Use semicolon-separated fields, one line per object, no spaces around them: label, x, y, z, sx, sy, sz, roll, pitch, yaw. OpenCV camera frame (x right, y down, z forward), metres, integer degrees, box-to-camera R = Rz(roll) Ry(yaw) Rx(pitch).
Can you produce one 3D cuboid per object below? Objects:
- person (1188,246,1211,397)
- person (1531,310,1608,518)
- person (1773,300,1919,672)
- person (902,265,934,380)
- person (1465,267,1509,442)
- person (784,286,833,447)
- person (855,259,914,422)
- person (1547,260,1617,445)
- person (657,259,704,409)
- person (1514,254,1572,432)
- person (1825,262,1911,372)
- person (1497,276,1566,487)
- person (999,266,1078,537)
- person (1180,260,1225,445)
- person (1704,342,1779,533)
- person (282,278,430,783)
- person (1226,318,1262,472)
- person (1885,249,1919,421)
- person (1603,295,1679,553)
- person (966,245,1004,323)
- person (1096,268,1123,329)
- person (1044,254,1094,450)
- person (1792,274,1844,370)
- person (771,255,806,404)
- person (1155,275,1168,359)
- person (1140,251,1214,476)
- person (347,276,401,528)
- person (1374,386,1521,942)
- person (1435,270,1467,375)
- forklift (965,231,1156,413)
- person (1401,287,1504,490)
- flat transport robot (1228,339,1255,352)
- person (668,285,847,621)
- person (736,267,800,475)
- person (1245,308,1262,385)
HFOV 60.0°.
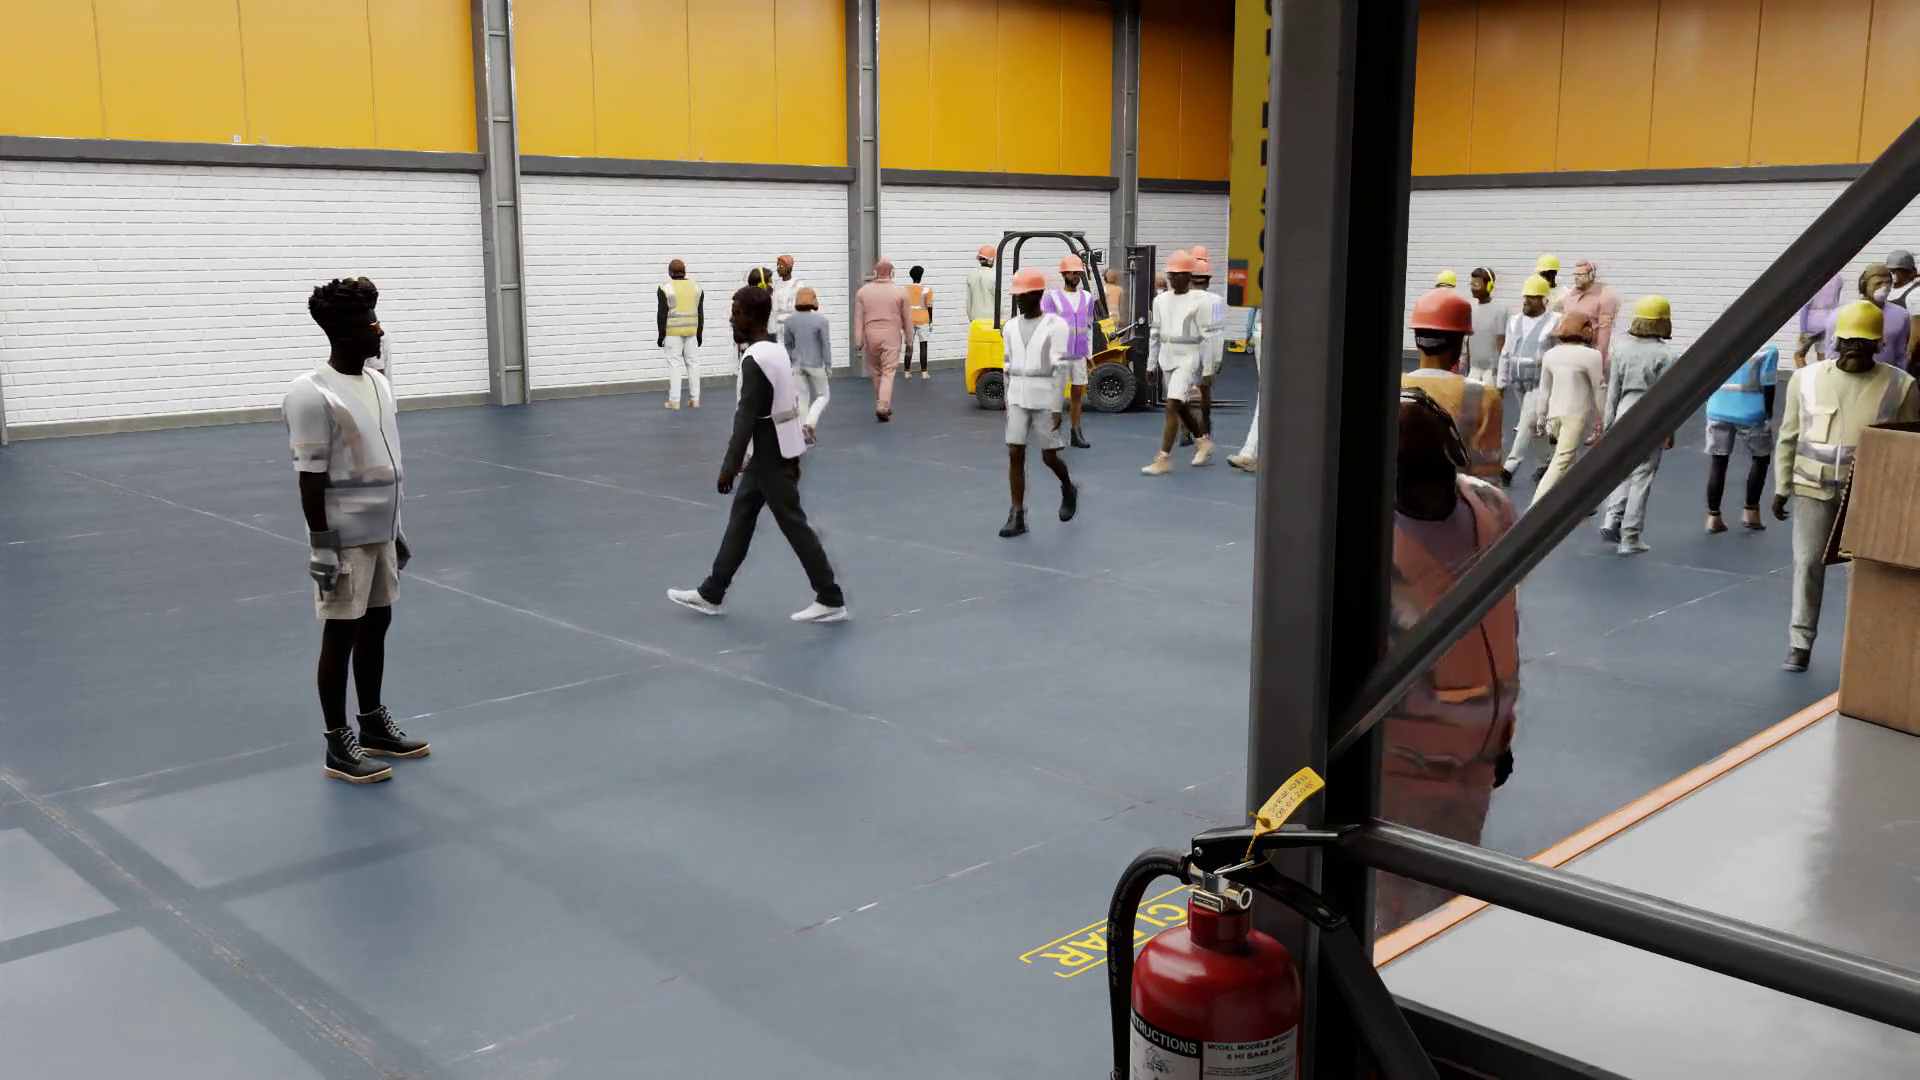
person;3.111;-2.899;22.082;0.393;1.990;0.616;0;10;-1
person;4.477;-0.891;12.243;0.865;1.591;0.510;-5;12;-26
person;4.285;-0.243;8.065;0.611;1.828;0.404;7;13;34
person;-0.644;-3.219;24.664;0.529;1.690;0.321;3;11;18
person;4.816;-1.559;15.184;0.477;1.851;0.531;-6;12;-29
person;-1.534;-1.735;16.714;0.526;1.619;0.419;4;11;20
person;-0.881;-2.312;19.259;0.662;1.864;0.983;3;11;14
person;6.270;-1.875;16.831;0.837;1.873;0.665;-6;12;-31
person;-3.463;-2.540;20.545;0.633;1.839;0.429;-8;13;-36
person;6.315;-2.106;17.939;0.386;1.927;0.589;-8;13;-39
person;6.690;-1.070;12.294;0.632;1.950;0.426;-1;10;-7
person;4.858;-1.359;14.240;0.945;1.781;0.617;-6;12;-31
person;0.558;-1.003;11.954;0.549;1.917;0.808;6;12;30
person;2.453;-1.929;17.148;0.545;1.879;1.017;3;11;15
person;5.612;-0.882;11.948;0.572;1.678;0.549;-9;14;-42
person;-2.381;-0.042;6.574;0.361;1.965;0.613;2;11;10
person;2.858;-1.486;14.902;0.945;1.790;0.642;-7;13;-35
person;9.543;-1.967;16.867;0.940;2.000;0.683;-3;11;-17
person;4.593;-0.772;11.183;0.395;1.734;0.502;-7;12;-33
person;0.363;-3.052;22.908;0.611;1.996;0.378;8;13;38
person;2.281;-3.375;25.676;0.536;1.624;0.375;-7;12;-32
person;1.102;-1.875;16.640;0.545;1.942;0.354;-4;11;-23
person;10.705;-2.665;20.775;0.616;2.010;0.538;-2;11;-9
person;-2.181;-2.664;21.096;0.583;1.882;0.338;9;14;41
person;2.633;-2.734;22.240;0.507;1.613;0.608;2;11;9
person;2.015;-1.608;15.039;1.044;2.003;0.618;-9;14;-41
person;-3.923;-0.818;11.088;0.326;1.865;0.519;-4;11;-20
person;1.097;0.533;3.907;0.738;1.806;0.433;-7;12;-33
person;5.090;-1.951;17.523;0.303;1.772;0.526;-10;14;-43
forklift;1.222;-2.721;20.561;2.313;2.155;1.214;2;11;13
person;1.846;-0.017;6.571;0.556;1.933;0.514;5;12;27
flat transport robot;5.625;-3.521;30.171;1.431;0.197;0.652;3;11;17
person;-1.110;-0.466;9.181;1.048;1.858;0.611;0;10;2
person;-1.699;-1.502;14.865;0.788;1.838;0.540;-5;11;-24
person;3.948;-2.598;21.467;0.528;1.617;0.666;0;10;0
